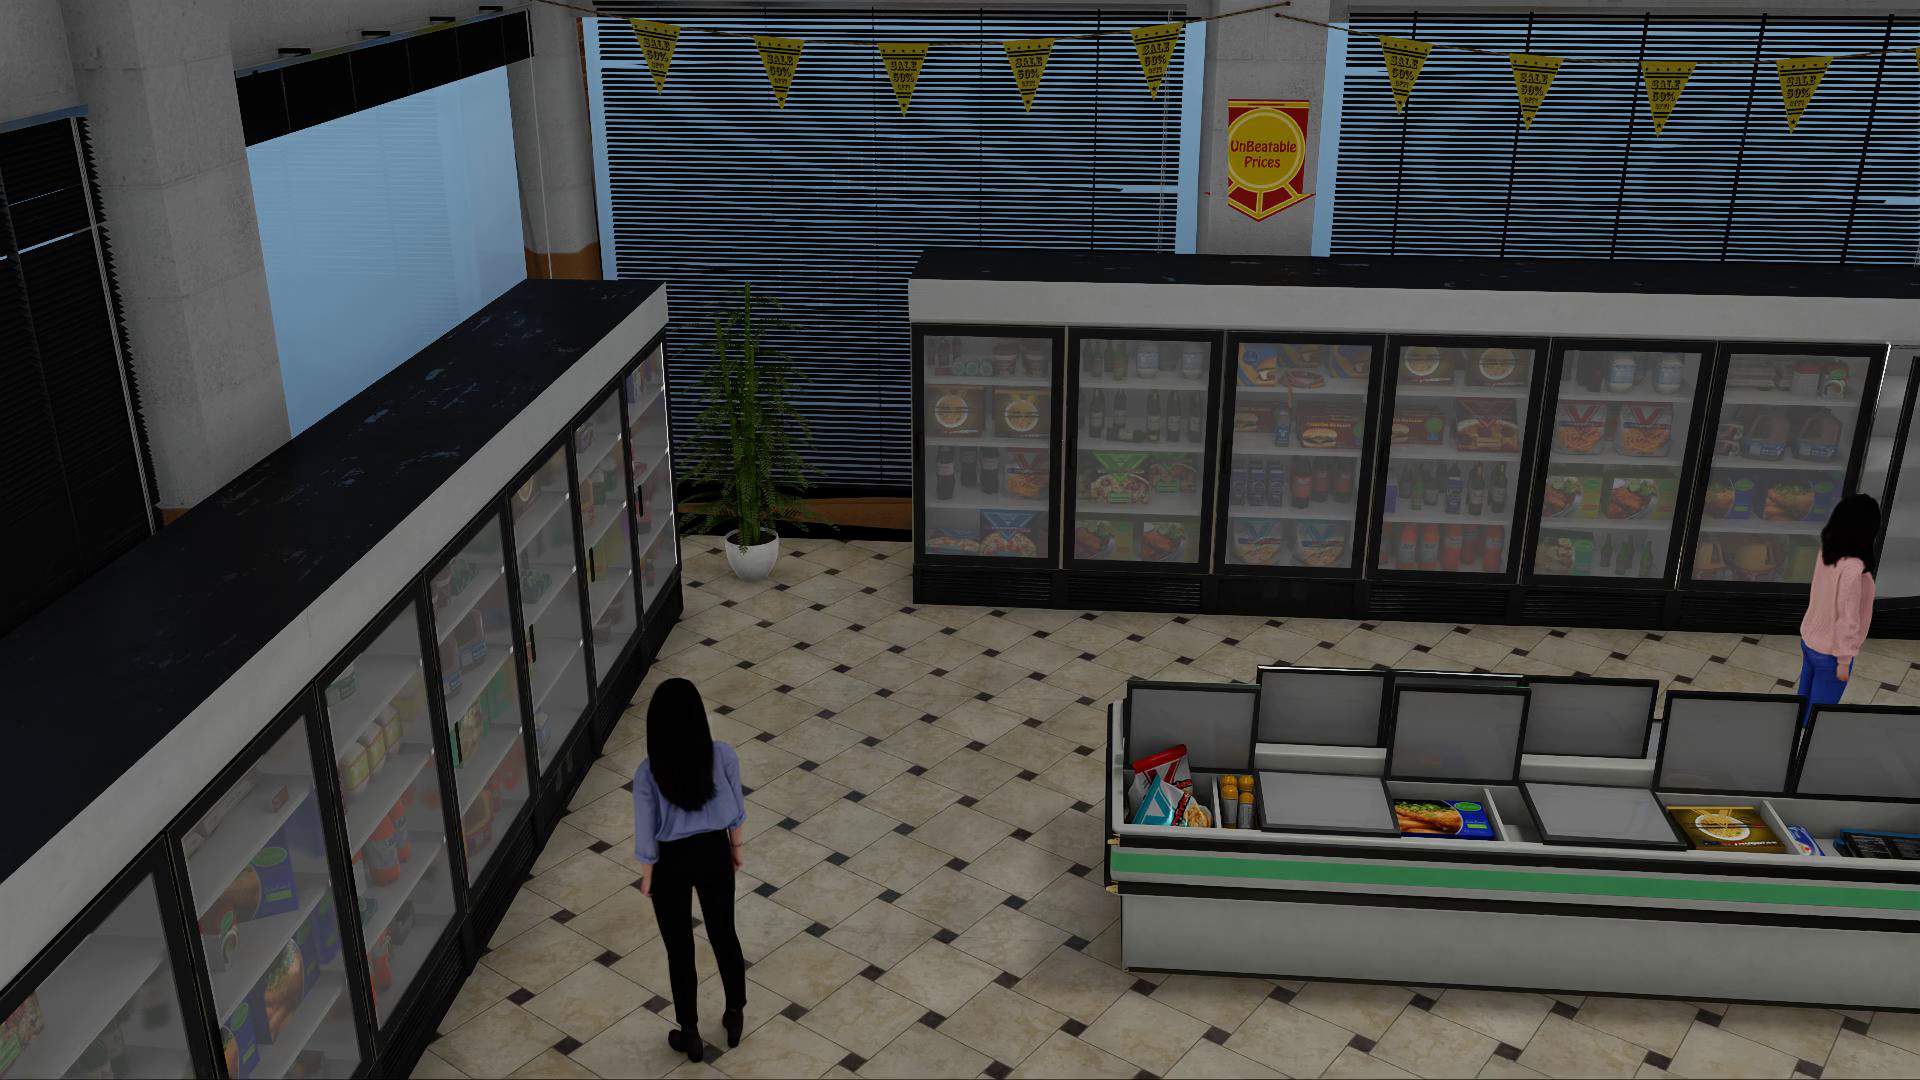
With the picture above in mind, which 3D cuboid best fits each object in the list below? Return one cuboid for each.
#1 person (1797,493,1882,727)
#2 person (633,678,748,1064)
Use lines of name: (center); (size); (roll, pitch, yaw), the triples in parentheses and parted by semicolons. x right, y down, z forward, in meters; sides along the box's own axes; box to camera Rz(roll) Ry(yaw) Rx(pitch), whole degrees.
person: (4.613, 0.585, 8.855); (0.574, 1.769, 0.662); (4, 22, 11)
person: (-1.117, 1.374, 6.925); (0.696, 1.745, 0.797); (-12, 25, -28)
